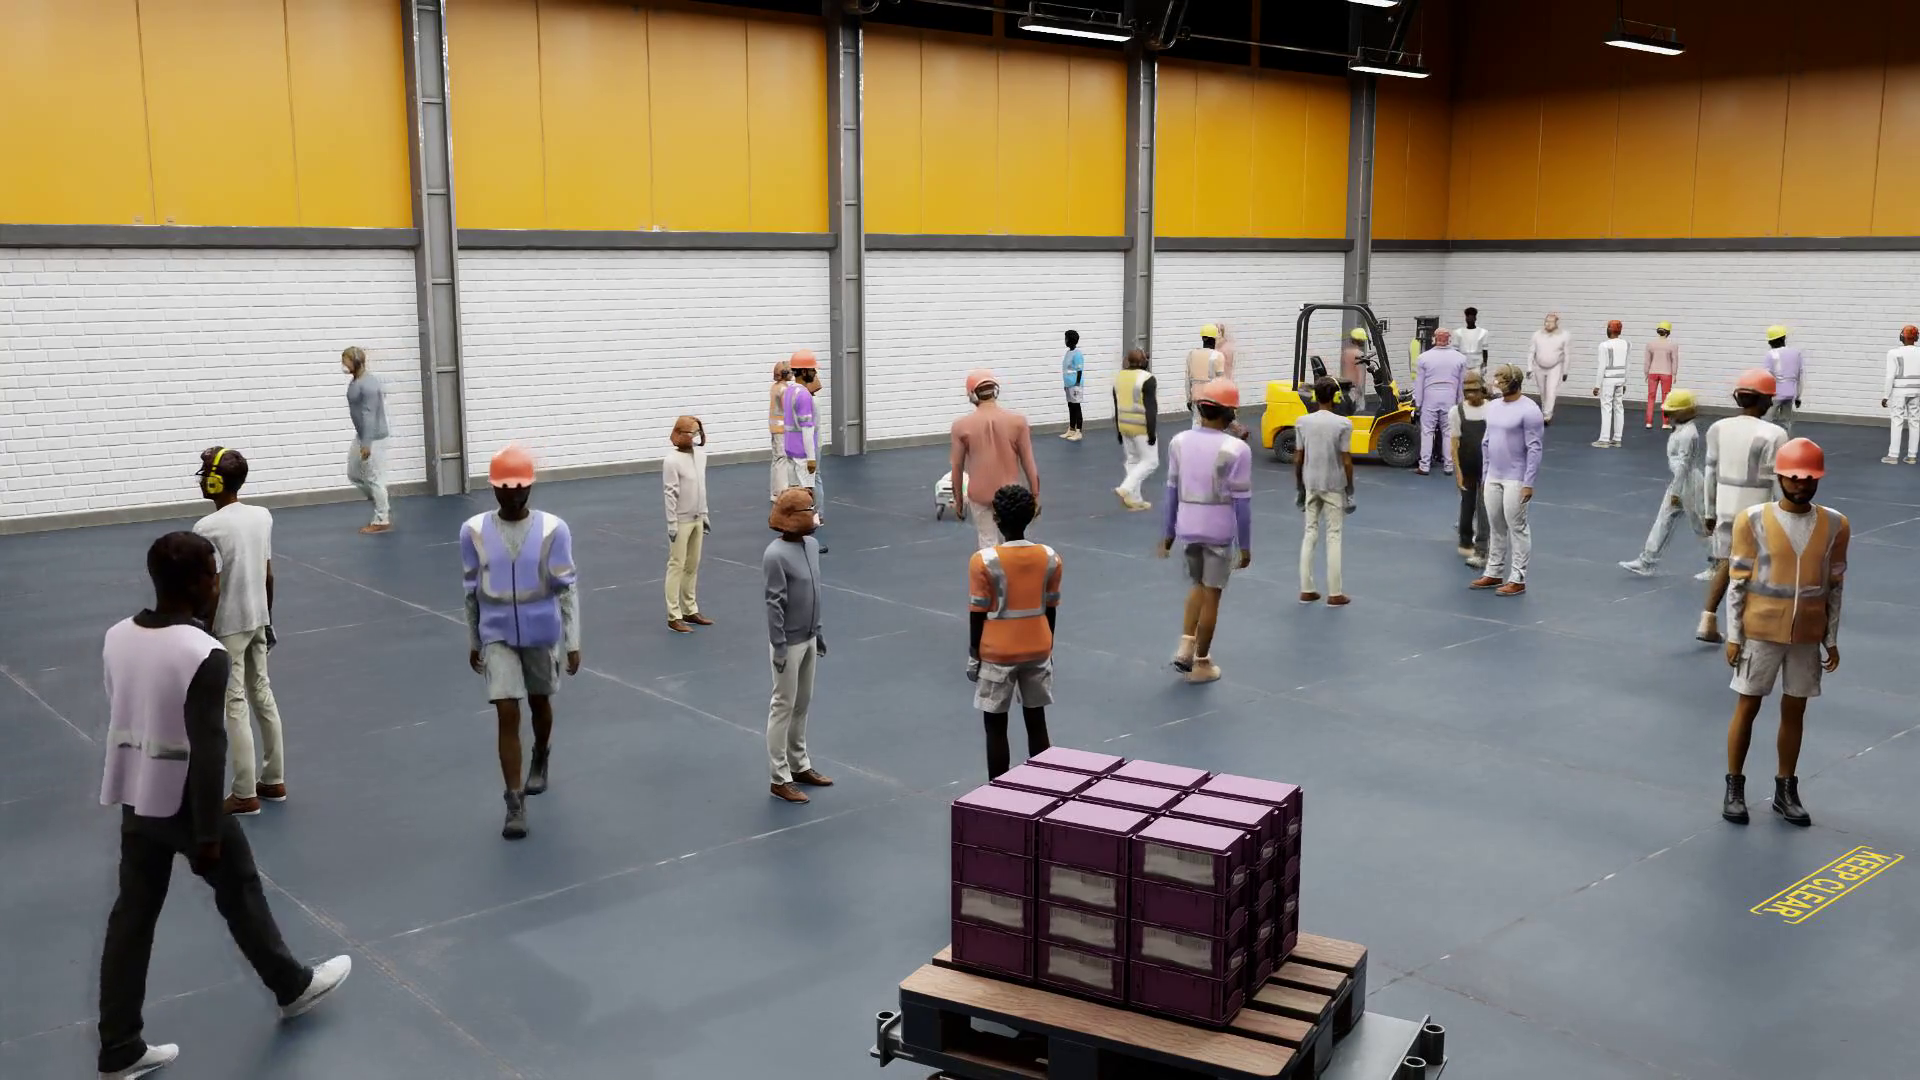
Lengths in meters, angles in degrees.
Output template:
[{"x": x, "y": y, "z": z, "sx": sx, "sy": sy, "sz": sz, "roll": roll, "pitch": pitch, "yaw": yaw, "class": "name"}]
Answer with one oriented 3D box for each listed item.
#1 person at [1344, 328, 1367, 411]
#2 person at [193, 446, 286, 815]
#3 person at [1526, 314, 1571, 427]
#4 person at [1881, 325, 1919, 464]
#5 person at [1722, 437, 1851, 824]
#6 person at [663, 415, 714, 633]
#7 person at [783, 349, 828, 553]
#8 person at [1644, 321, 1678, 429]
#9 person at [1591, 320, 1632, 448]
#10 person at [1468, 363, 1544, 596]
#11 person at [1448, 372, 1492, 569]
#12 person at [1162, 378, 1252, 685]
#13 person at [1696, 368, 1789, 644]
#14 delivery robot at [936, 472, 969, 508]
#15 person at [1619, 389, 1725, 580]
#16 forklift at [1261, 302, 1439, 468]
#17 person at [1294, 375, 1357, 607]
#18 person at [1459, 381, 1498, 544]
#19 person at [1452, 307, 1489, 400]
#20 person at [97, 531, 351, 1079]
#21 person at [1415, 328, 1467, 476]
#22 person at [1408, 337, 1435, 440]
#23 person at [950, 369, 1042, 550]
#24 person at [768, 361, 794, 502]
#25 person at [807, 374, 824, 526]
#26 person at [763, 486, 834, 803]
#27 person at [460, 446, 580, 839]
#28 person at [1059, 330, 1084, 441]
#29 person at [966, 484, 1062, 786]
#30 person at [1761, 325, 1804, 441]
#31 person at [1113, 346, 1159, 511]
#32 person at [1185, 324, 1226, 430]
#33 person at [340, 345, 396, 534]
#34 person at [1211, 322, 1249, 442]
[{"x": 5.858, "y": -2.301, "z": 24.894, "sx": 0.475, "sy": 1.749, "sz": 0.544, "roll": -2, "pitch": 10, "yaw": -13, "class": "person"}, {"x": -3.665, "y": 0.456, "z": 8.402, "sx": 0.325, "sy": 1.876, "sz": 0.521, "roll": 3, "pitch": 10, "yaw": 16, "class": "person"}, {"x": 9.748, "y": -2.817, "z": 27.617, "sx": 0.642, "sy": 1.853, "sz": 1.008, "roll": 7, "pitch": 12, "yaw": 34, "class": "person"}, {"x": 12.808, "y": -1.962, "z": 22.537, "sx": 0.573, "sy": 1.883, "sz": 0.357, "roll": 0, "pitch": 10, "yaw": 3, "class": "person"}, {"x": 4.079, "y": 0.456, "z": 8.220, "sx": 0.547, "sy": 1.937, "sz": 0.379, "roll": 2, "pitch": 10, "yaw": 9, "class": "person"}, {"x": -2.049, "y": -0.131, "z": 12.544, "sx": 0.280, "sy": 1.632, "sz": 0.501, "roll": 5, "pitch": 11, "yaw": 25, "class": "person"}, {"x": -1.482, "y": -0.839, "z": 15.795, "sx": 0.359, "sy": 1.939, "sz": 0.543, "roll": -4, "pitch": 11, "yaw": -25, "class": "person"}, {"x": 11.417, "y": -2.684, "z": 27.098, "sx": 0.526, "sy": 1.769, "sz": 0.328, "roll": 8, "pitch": 13, "yaw": 39, "class": "person"}, {"x": 9.592, "y": -2.296, "z": 24.492, "sx": 0.572, "sy": 1.883, "sz": 0.356, "roll": -4, "pitch": 10, "yaw": -22, "class": "person"}, {"x": 4.563, "y": -0.501, "z": 13.833, "sx": 0.374, "sy": 1.934, "sz": 0.628, "roll": -4, "pitch": 10, "yaw": -22, "class": "person"}, {"x": 4.714, "y": -0.650, "z": 15.188, "sx": 0.538, "sy": 1.788, "sz": 0.814, "roll": 2, "pitch": 10, "yaw": 14, "class": "person"}, {"x": 1.639, "y": -0.050, "z": 10.922, "sx": 0.646, "sy": 2.024, "sz": 0.437, "roll": 9, "pitch": 13, "yaw": 42, "class": "person"}, {"x": 5.568, "y": -0.191, "z": 11.710, "sx": 0.450, "sy": 2.037, "sz": 0.630, "roll": -4, "pitch": 11, "yaw": -23, "class": "person"}, {"x": -0.043, "y": -0.570, "z": 17.992, "sx": 0.477, "sy": 0.478, "sz": 0.707, "roll": 1, "pitch": 10, "yaw": 9, "class": "delivery robot"}, {"x": 6.245, "y": -0.474, "z": 14.409, "sx": 0.893, "sy": 1.669, "sz": 0.541, "roll": 2, "pitch": 10, "yaw": 11, "class": "person"}, {"x": 5.320, "y": -2.157, "z": 22.763, "sx": 2.313, "sy": 2.155, "sz": 1.214, "roll": 3, "pitch": 10, "yaw": 16, "class": "forklift"}, {"x": 2.947, "y": -0.395, "z": 13.430, "sx": 0.501, "sy": 1.863, "sz": 0.341, "roll": 8, "pitch": 12, "yaw": 38, "class": "person"}, {"x": 5.082, "y": -0.739, "z": 16.146, "sx": 0.402, "sy": 1.612, "sz": 0.555, "roll": 5, "pitch": 11, "yaw": 29, "class": "person"}, {"x": 8.686, "y": -2.989, "z": 28.346, "sx": 0.608, "sy": 1.955, "sz": 0.384, "roll": 4, "pitch": 10, "yaw": 21, "class": "person"}, {"x": -2.673, "y": 0.890, "z": 5.853, "sx": 0.614, "sy": 1.865, "sz": 0.978, "roll": 5, "pitch": 11, "yaw": 27, "class": "person"}, {"x": 6.162, "y": -1.774, "z": 21.394, "sx": 0.641, "sy": 1.900, "sz": 0.403, "roll": 1, "pitch": 10, "yaw": 3, "class": "person"}, {"x": 7.163, "y": -2.462, "z": 25.605, "sx": 0.429, "sy": 1.837, "sz": 0.621, "roll": -3, "pitch": 10, "yaw": -19, "class": "person"}, {"x": 0.267, "y": -0.345, "z": 12.880, "sx": 0.696, "sy": 1.942, "sz": 0.670, "roll": -1, "pitch": 10, "yaw": -6, "class": "person"}, {"x": -2.018, "y": -1.214, "z": 18.891, "sx": 0.313, "sy": 1.633, "sz": 0.519, "roll": -4, "pitch": 10, "yaw": -21, "class": "person"}, {"x": -1.575, "y": -0.957, "z": 17.378, "sx": 0.280, "sy": 1.632, "sz": 0.506, "roll": -3, "pitch": 10, "yaw": -16, "class": "person"}, {"x": -0.847, "y": 0.531, "z": 8.660, "sx": 0.277, "sy": 1.636, "sz": 0.502, "roll": 4, "pitch": 10, "yaw": 21, "class": "person"}, {"x": -2.204, "y": 0.454, "z": 8.376, "sx": 0.562, "sy": 1.895, "sz": 0.978, "roll": -2, "pitch": 10, "yaw": -12, "class": "person"}, {"x": 1.726, "y": -2.367, "z": 25.448, "sx": 0.321, "sy": 1.696, "sz": 0.530, "roll": -3, "pitch": 10, "yaw": -16, "class": "person"}, {"x": 0.270, "y": 0.565, "z": 8.309, "sx": 0.529, "sy": 1.689, "sz": 0.321, "roll": -6, "pitch": 11, "yaw": -31, "class": "person"}, {"x": 11.005, "y": -1.934, "z": 22.376, "sx": 0.871, "sy": 1.890, "sz": 0.428, "roll": -4, "pitch": 10, "yaw": -20, "class": "person"}, {"x": 1.911, "y": -1.206, "z": 18.250, "sx": 0.523, "sy": 1.829, "sz": 0.632, "roll": -6, "pitch": 12, "yaw": -33, "class": "person"}, {"x": 3.247, "y": -1.877, "z": 21.902, "sx": 0.595, "sy": 1.925, "sz": 0.371, "roll": 8, "pitch": 13, "yaw": 40, "class": "person"}, {"x": -6.013, "y": -1.010, "z": 16.859, "sx": 0.418, "sy": 1.918, "sz": 0.669, "roll": -7, "pitch": 12, "yaw": -34, "class": "person"}, {"x": 3.747, "y": -2.168, "z": 23.766, "sx": 0.812, "sy": 1.883, "sz": 0.651, "roll": -1, "pitch": 10, "yaw": -7, "class": "person"}]
